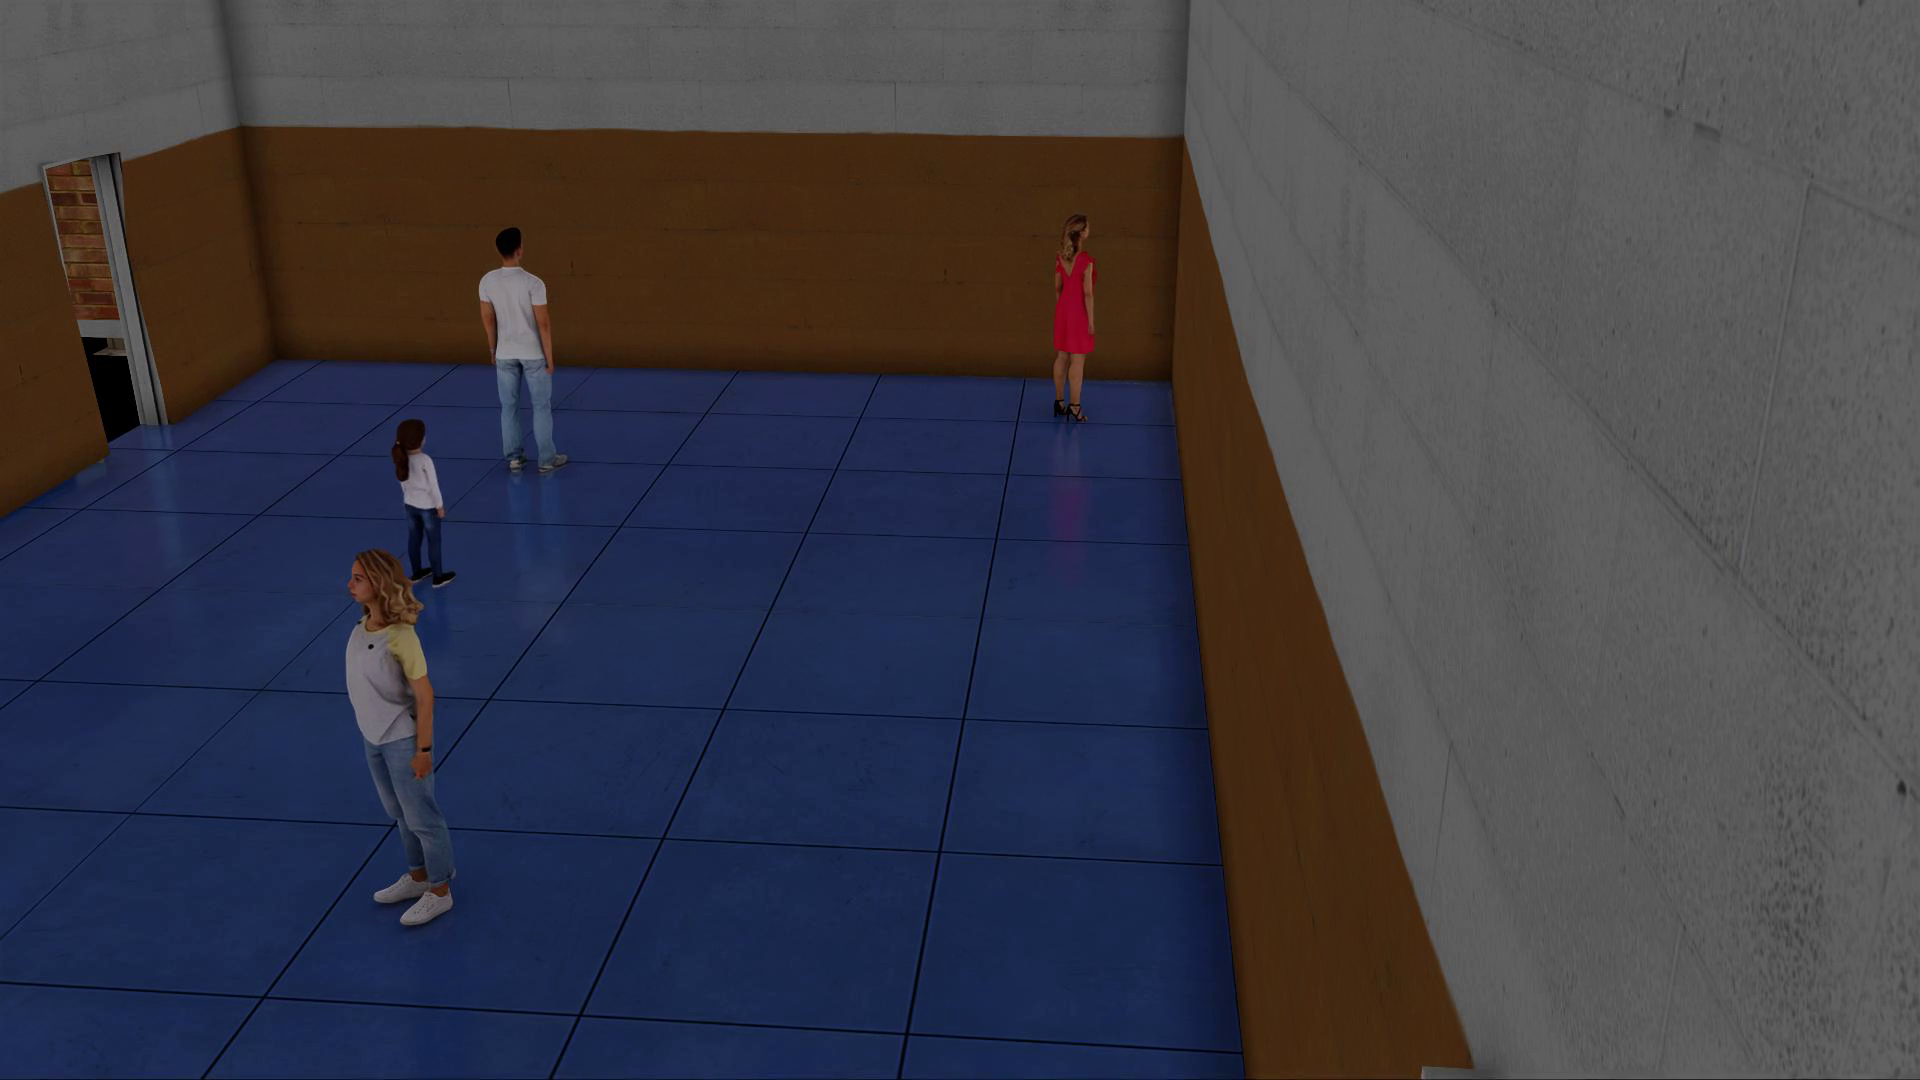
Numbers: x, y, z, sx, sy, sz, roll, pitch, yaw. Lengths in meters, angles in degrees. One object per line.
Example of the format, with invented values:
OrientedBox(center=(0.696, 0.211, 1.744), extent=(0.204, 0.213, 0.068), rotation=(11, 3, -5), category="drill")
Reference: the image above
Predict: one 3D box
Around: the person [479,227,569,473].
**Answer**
OrientedBox(center=(-3.331, -1.431, 12.602), extent=(0.493, 1.864, 0.742), rotation=(3, 22, 8), category="person")

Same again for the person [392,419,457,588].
OrientedBox(center=(-3.462, -0.246, 10.671), extent=(0.493, 1.104, 0.575), rotation=(10, 24, 24), category="person")

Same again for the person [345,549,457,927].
OrientedBox(center=(-2.397, 0.840, 7.120), extent=(0.771, 1.722, 0.692), rotation=(-20, 30, -41), category="person")

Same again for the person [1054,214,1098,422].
OrientedBox(center=(0.936, -1.854, 13.838), extent=(0.718, 1.728, 0.666), rotation=(-15, 27, -34), category="person")
